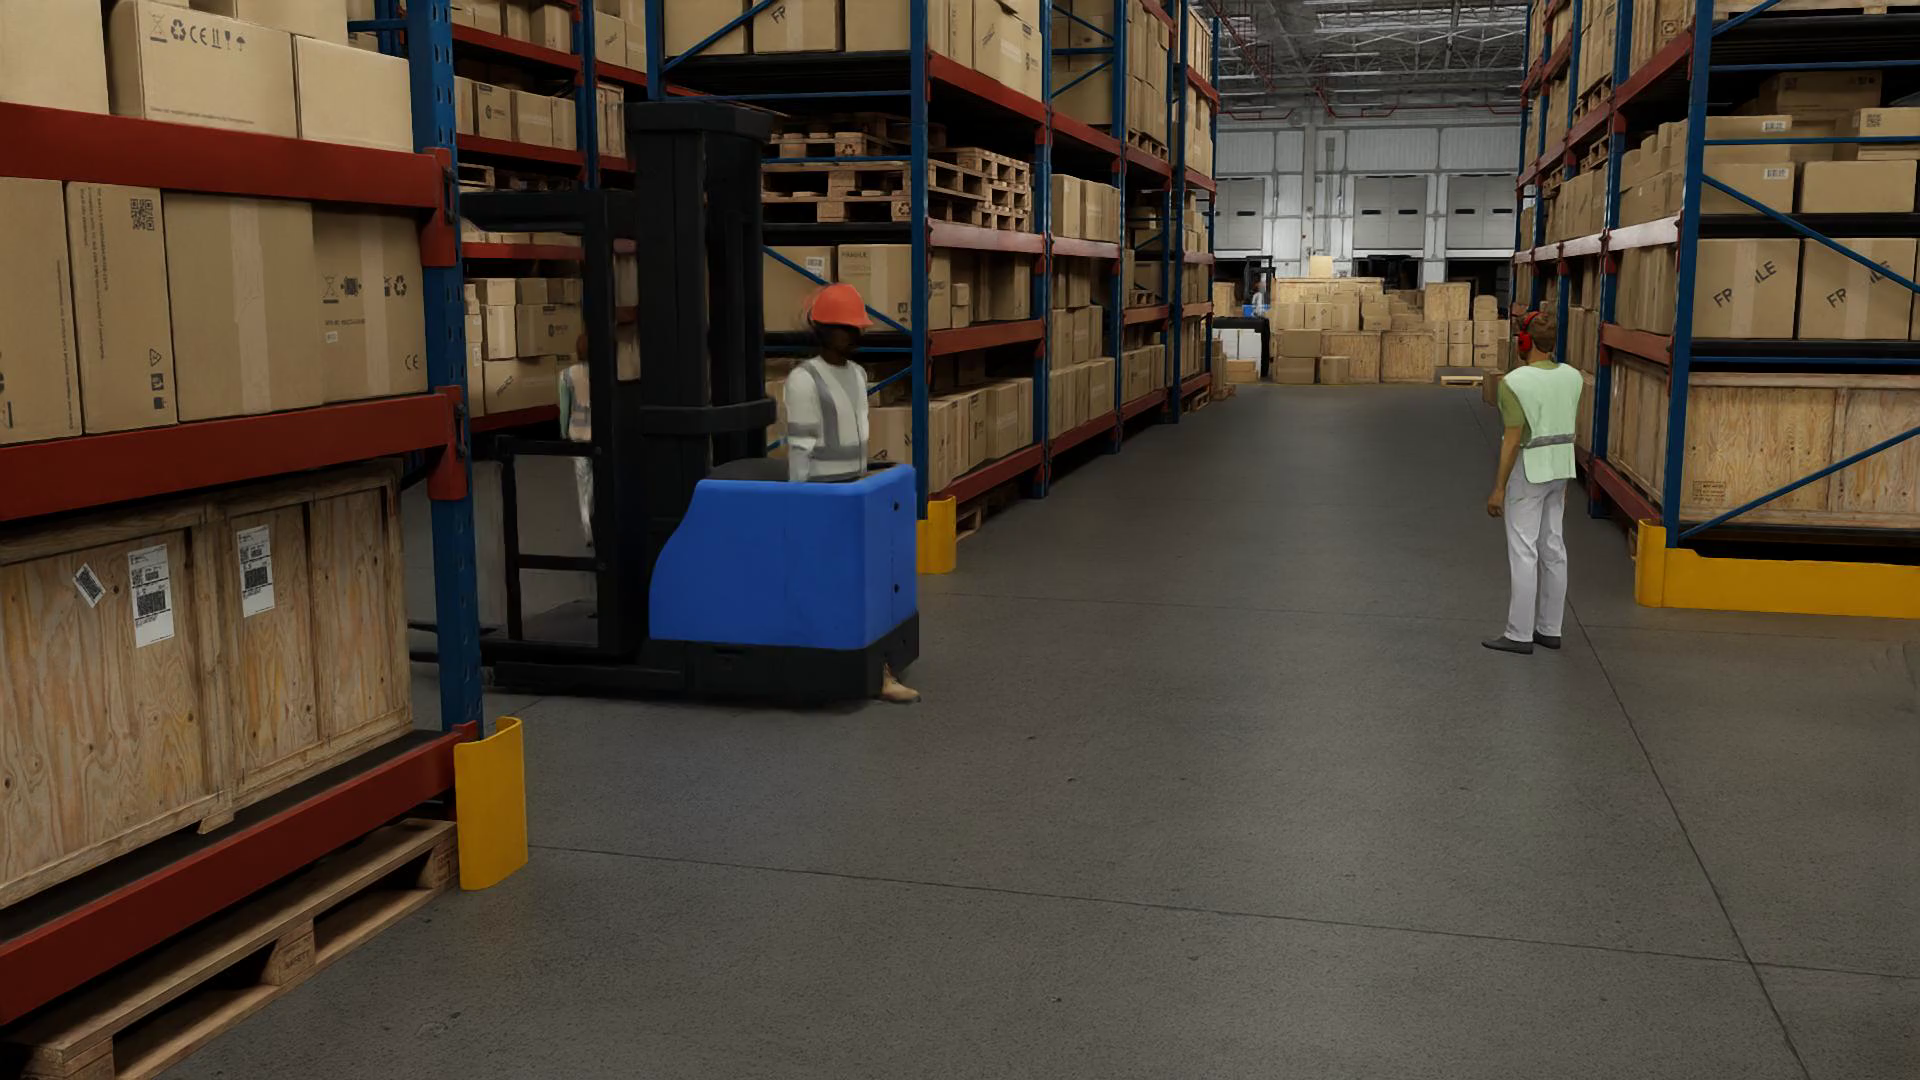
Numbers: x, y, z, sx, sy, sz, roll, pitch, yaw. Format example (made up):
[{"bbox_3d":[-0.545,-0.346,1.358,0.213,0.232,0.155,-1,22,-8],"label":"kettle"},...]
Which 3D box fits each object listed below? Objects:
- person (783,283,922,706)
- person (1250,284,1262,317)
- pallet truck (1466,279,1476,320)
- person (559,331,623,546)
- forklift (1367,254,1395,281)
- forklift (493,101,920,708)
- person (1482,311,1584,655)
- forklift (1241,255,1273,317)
[{"bbox_3d":[-0.676,-0.221,7.968,0.983,2.012,0.621,5,10,29],"label":"person"},{"bbox_3d":[9.901,-7.641,55.633,0.992,1.830,0.592,-2,9,-15],"label":"person"},{"bbox_3d":[18.896,-8.459,60.307,1.885,1.965,0.823,5,10,31],"label":"pallet truck"},{"bbox_3d":[-2.770,-0.769,12.615,0.551,1.619,0.392,1,9,5],"label":"person"},{"bbox_3d":[14.333,-8.337,56.737,1.129,2.768,1.873,-2,9,-13],"label":"forklift"},{"bbox_3d":[-1.223,-0.694,8.183,1.873,2.768,1.129,2,9,15],"label":"forklift"},{"bbox_3d":[3.100,-0.302,8.960,0.563,1.847,0.388,-5,10,-29],"label":"person"},{"bbox_3d":[10.551,-8.662,58.805,1.129,2.768,1.873,2,9,15],"label":"forklift"}]
